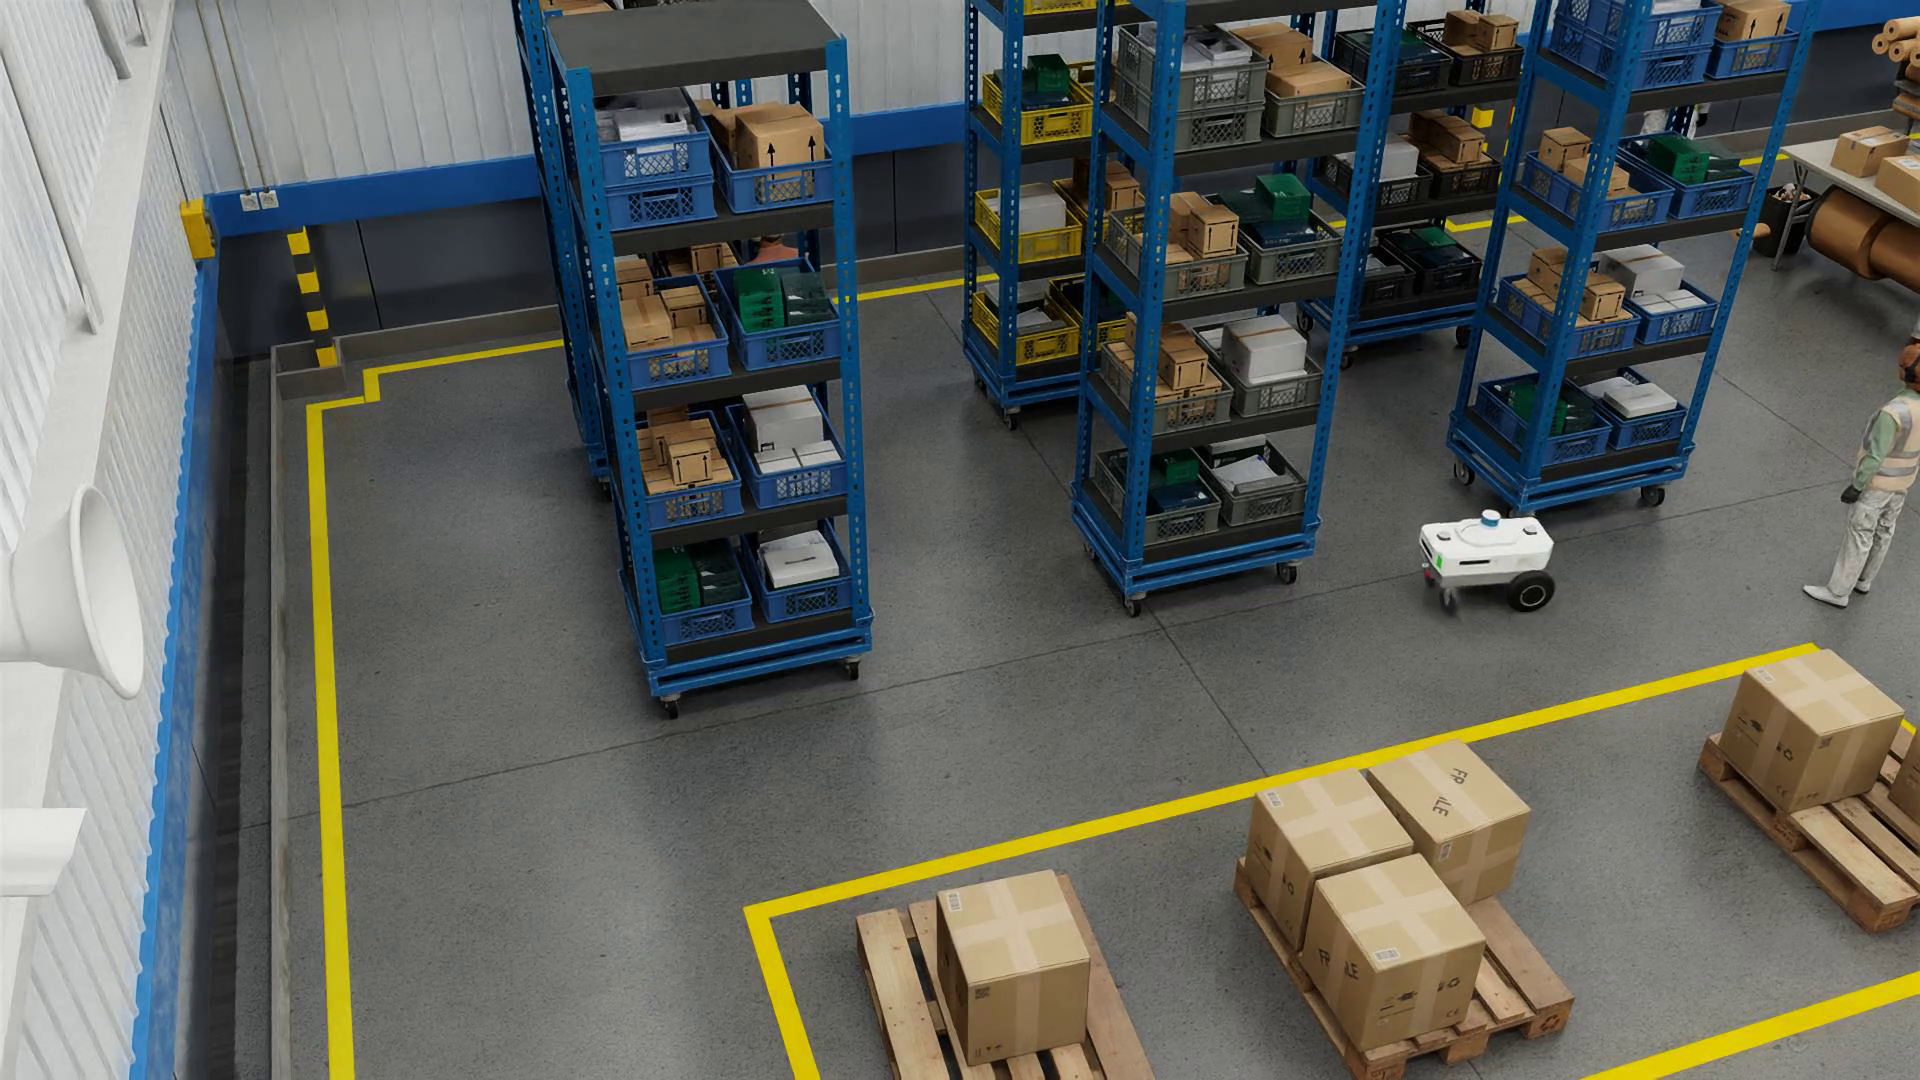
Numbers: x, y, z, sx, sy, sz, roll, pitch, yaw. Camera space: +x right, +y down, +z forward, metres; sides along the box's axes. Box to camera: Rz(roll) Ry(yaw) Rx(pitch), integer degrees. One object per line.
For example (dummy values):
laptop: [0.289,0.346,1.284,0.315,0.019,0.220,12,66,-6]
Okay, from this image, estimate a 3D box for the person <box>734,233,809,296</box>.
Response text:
person: [-1.133,-1.180,10.236,0.624,1.981,0.406,-28,44,-34]

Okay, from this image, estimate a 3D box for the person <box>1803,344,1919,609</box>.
person: [5.179,-0.348,9.343,0.513,1.641,0.309,-20,40,-26]

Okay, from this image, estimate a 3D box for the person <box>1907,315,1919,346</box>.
person: [7.132,-2.116,11.608,0.371,1.930,0.629,5,35,7]

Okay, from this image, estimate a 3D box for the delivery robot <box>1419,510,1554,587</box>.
delivery robot: [3.035,0.049,9.639,0.707,0.478,0.477,-4,35,-5]
